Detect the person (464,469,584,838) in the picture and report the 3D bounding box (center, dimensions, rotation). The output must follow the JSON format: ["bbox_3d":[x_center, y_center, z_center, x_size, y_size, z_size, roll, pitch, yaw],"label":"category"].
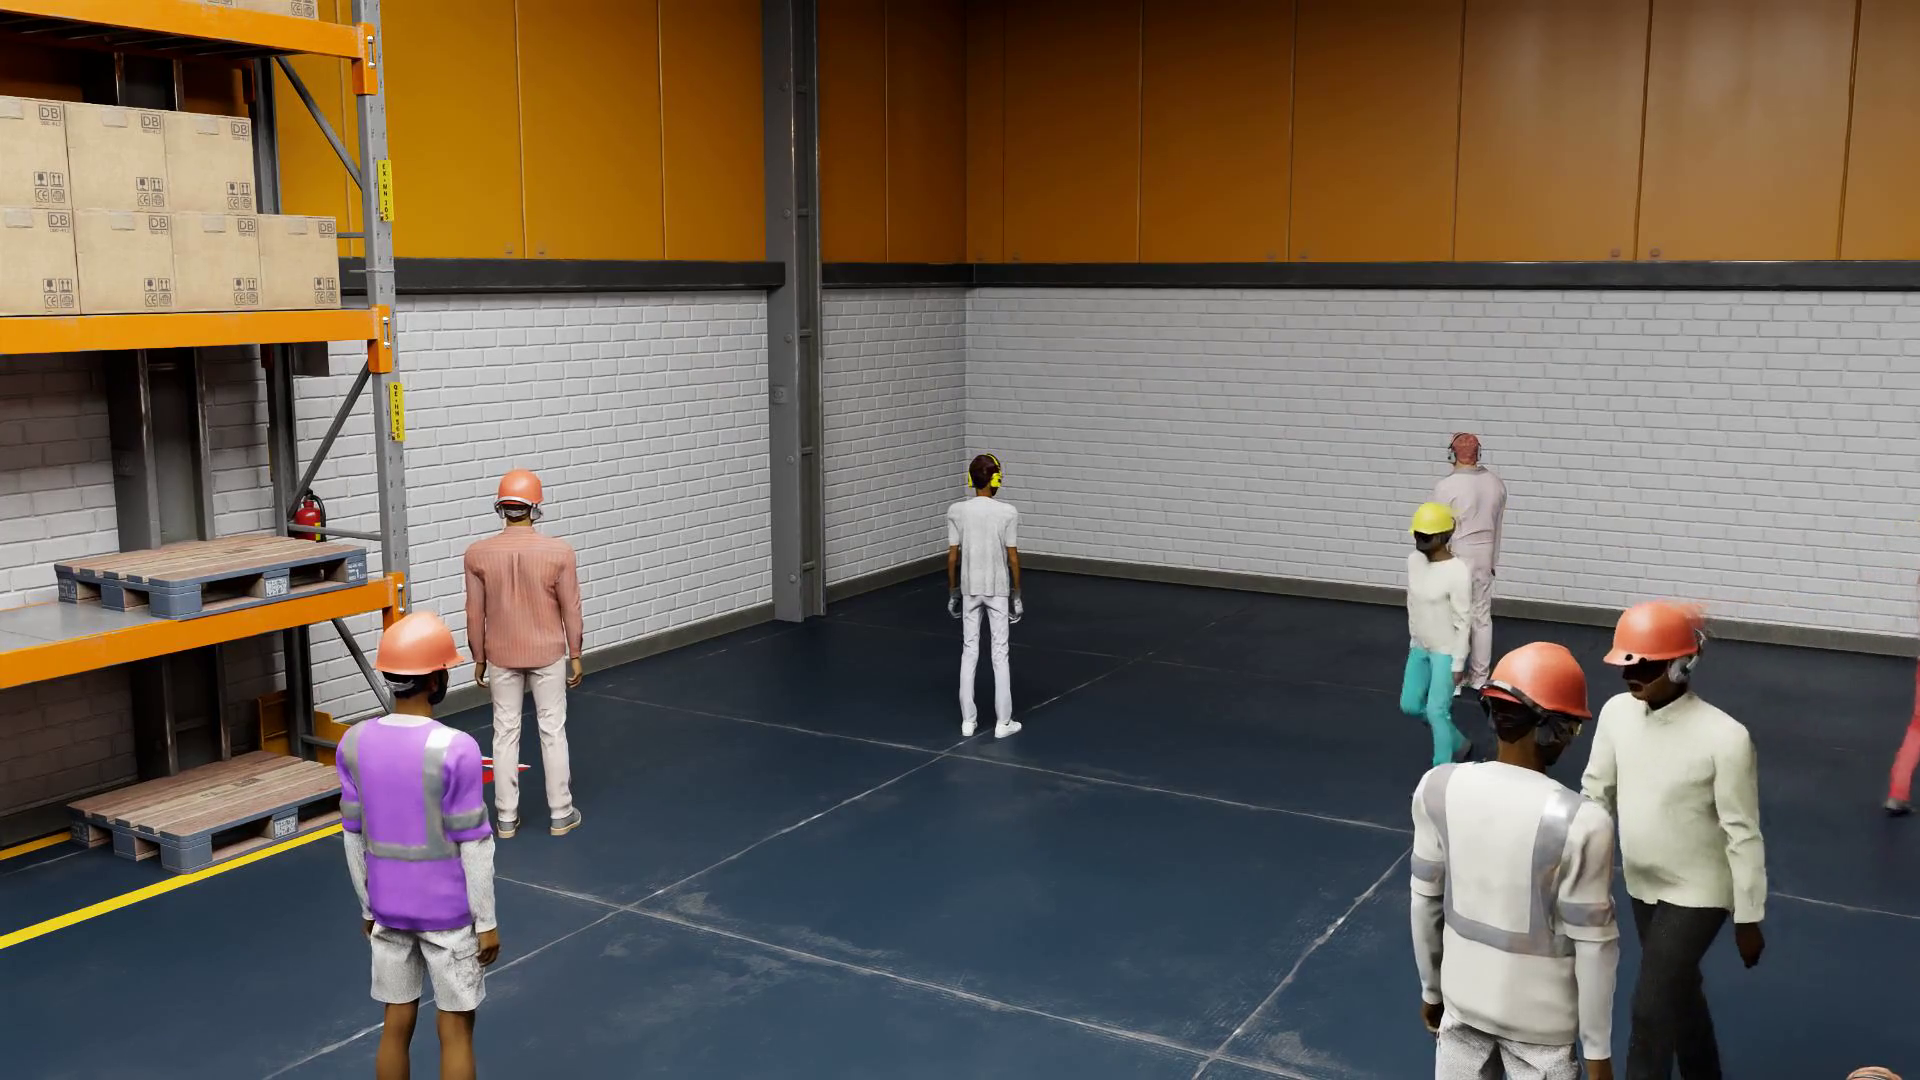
[{"bbox_3d":[-2.327,0.613,8.936,0.612,1.995,0.379,-1,9,-6],"label":"person"}]

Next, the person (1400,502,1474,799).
[{"bbox_3d":[2.763,0.631,9.575,0.520,1.741,0.563,-4,10,-22],"label":"person"}]

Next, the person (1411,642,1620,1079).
[{"bbox_3d":[1.543,1.286,4.620,0.392,2.033,0.605,-7,12,-39],"label":"person"}]

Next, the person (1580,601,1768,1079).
[{"bbox_3d":[2.284,1.175,5.554,0.916,1.947,0.615,-3,9,-16],"label":"person"}]

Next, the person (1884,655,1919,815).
[{"bbox_3d":[5.559,0.699,9.284,0.796,1.739,0.531,-5,10,-27],"label":"person"}]

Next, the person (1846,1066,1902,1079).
[{"bbox_3d":[1.576,1.745,3.002,0.311,1.634,0.515,-8,12,-41],"label":"person"}]

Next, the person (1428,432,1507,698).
[{"bbox_3d":[3.591,0.178,11.938,0.642,1.905,0.399,-5,10,-28],"label":"person"}]

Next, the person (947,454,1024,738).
[{"bbox_3d":[0.166,0.366,10.890,0.519,1.865,0.326,3,9,15],"label":"person"}]

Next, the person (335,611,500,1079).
[{"bbox_3d":[-1.753,1.194,5.488,0.542,1.939,0.359,3,10,18],"label":"person"}]
